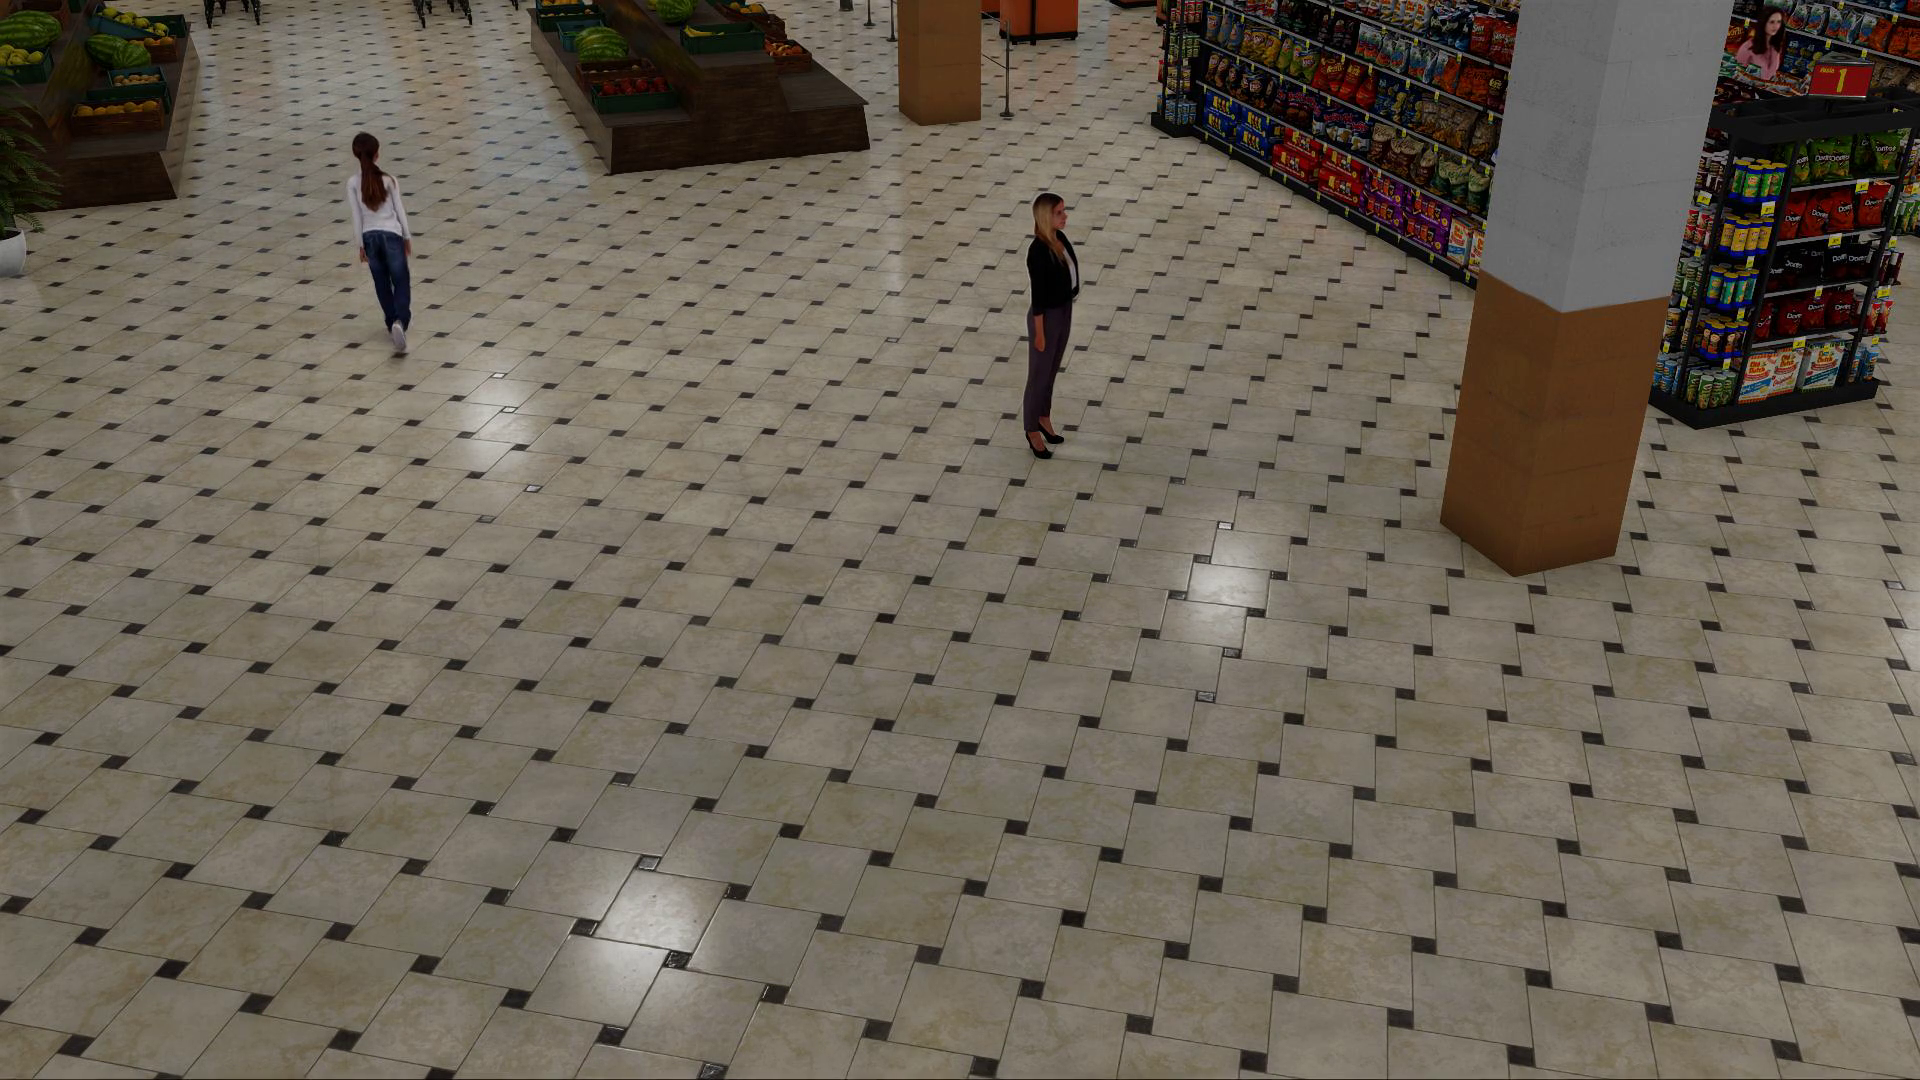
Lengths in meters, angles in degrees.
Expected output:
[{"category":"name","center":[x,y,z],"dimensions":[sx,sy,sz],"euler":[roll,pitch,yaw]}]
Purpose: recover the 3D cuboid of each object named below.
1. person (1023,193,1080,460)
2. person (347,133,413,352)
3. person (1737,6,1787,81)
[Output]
[{"category":"person","center":[0.538,-1.330,10.286],"dimensions":[0.734,1.671,0.671],"euler":[12,31,21]},{"category":"person","center":[-4.107,-2.082,11.803],"dimensions":[0.578,1.537,1.006],"euler":[-7,29,-12]},{"category":"person","center":[6.925,-3.775,14.629],"dimensions":[0.620,1.801,0.519],"euler":[-9,30,-16]}]
